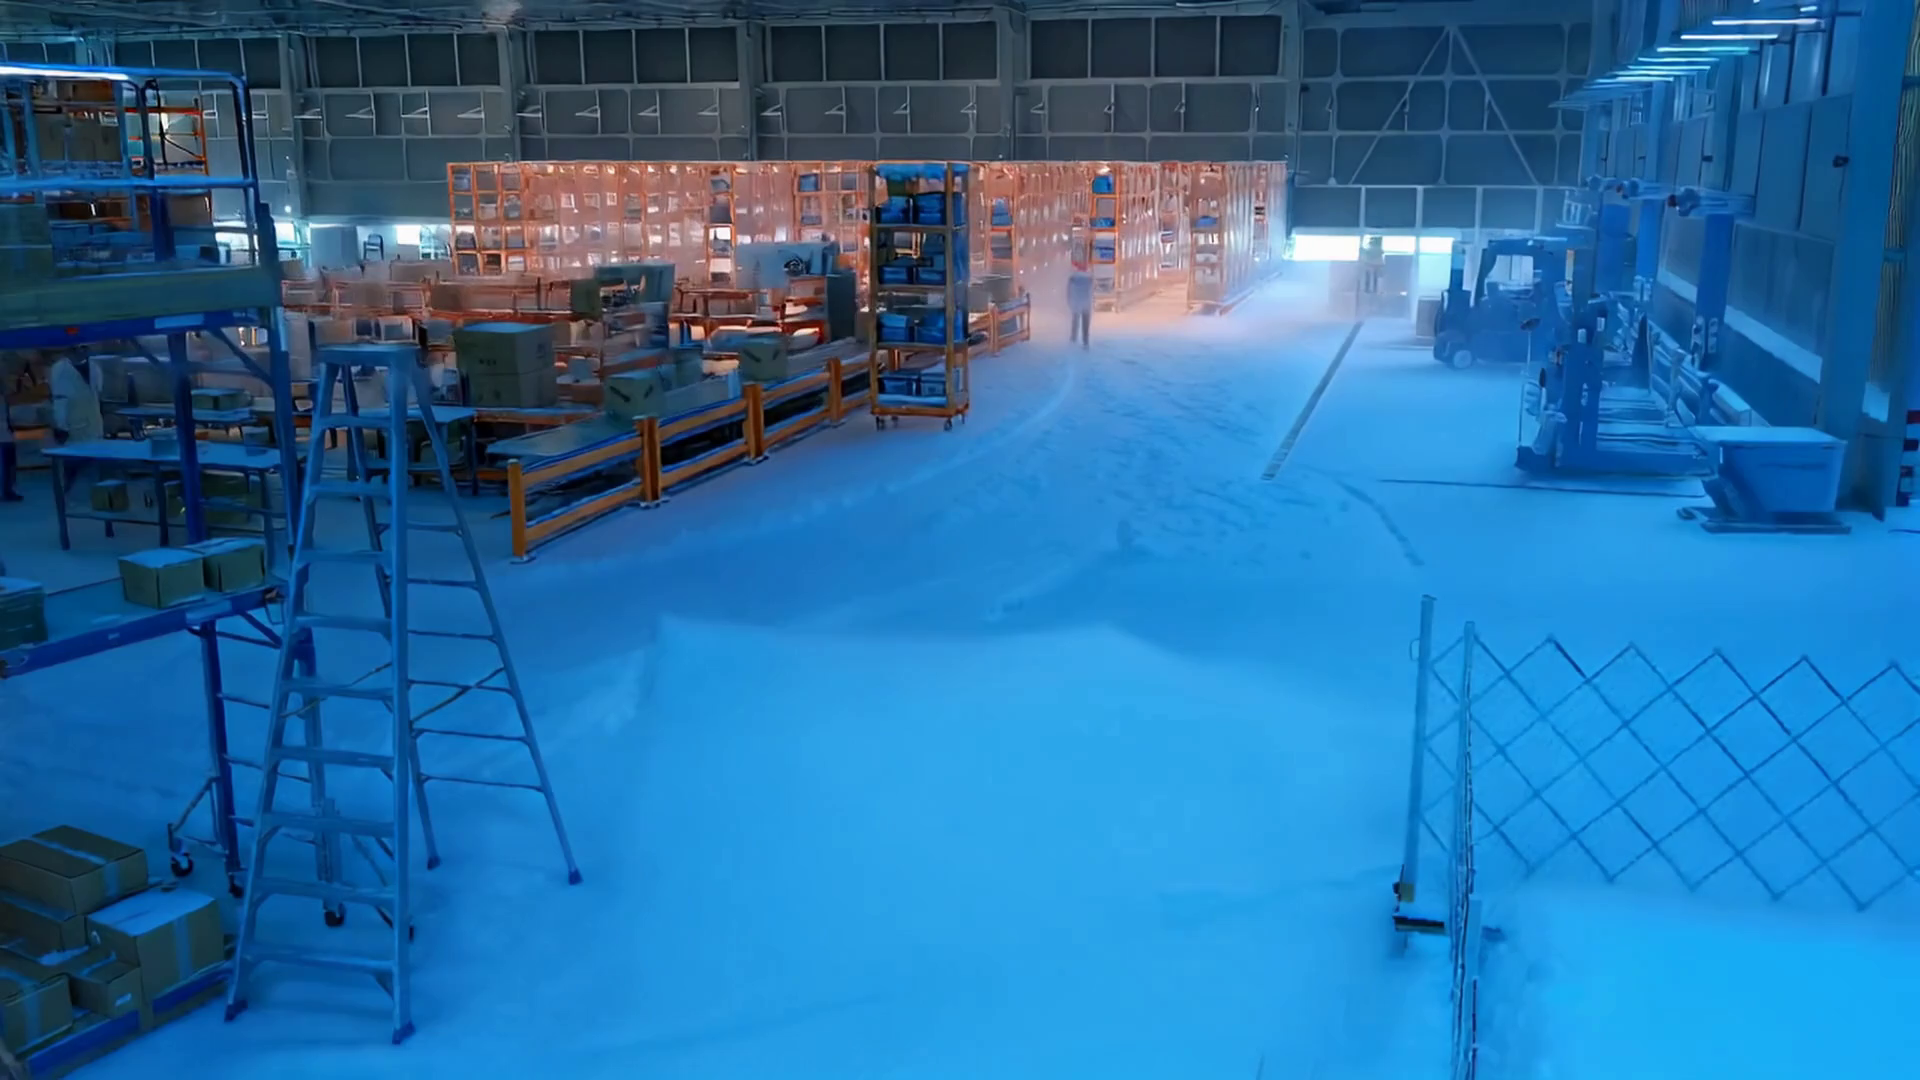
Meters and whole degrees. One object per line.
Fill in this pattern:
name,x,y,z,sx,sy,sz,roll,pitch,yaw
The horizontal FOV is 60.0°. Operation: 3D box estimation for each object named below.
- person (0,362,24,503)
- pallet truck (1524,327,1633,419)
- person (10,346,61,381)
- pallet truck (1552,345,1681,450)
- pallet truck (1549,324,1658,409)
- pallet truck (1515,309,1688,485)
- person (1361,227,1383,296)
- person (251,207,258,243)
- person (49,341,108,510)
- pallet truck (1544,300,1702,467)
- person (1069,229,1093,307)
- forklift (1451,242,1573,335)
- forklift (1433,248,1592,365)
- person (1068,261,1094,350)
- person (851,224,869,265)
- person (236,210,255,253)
person,-10.801,-1.369,18.362,0.938,1.899,0.570,7,15,29
pallet truck,9.065,-2.460,24.370,1.522,1.261,0.704,3,13,14
person,-15.673,-3.636,28.182,0.855,1.875,0.648,-3,13,-14
pallet truck,8.641,-1.896,21.908,1.630,1.274,0.653,4,14,16
pallet truck,9.824,-2.669,25.407,1.601,1.201,0.680,4,14,16
pallet truck,7.554,-1.677,19.446,1.885,1.965,0.823,3,13,14
person,11.172,-7.540,45.098,0.566,1.846,0.389,-2,13,-10
person,-28.486,-12.553,67.032,0.784,1.726,0.574,11,17,40
person,-9.275,-1.254,17.534,0.569,2.029,0.616,5,14,20
pallet truck,8.263,-1.952,20.631,1.885,1.965,0.823,5,14,20
person,3.025,-6.818,41.771,0.633,1.938,1.026,3,13,14
forklift,10.464,-4.597,31.405,2.680,1.987,1.157,4,14,16
forklift,9.780,-4.111,29.280,2.680,1.987,1.157,3,13,14
person,2.369,-4.643,32.829,0.534,1.736,0.821,-2,13,-9
person,-2.990,-8.564,49.552,0.597,1.831,0.403,-4,14,-16
person,-26.973,-11.571,62.801,0.638,1.713,0.821,-4,14,-16
